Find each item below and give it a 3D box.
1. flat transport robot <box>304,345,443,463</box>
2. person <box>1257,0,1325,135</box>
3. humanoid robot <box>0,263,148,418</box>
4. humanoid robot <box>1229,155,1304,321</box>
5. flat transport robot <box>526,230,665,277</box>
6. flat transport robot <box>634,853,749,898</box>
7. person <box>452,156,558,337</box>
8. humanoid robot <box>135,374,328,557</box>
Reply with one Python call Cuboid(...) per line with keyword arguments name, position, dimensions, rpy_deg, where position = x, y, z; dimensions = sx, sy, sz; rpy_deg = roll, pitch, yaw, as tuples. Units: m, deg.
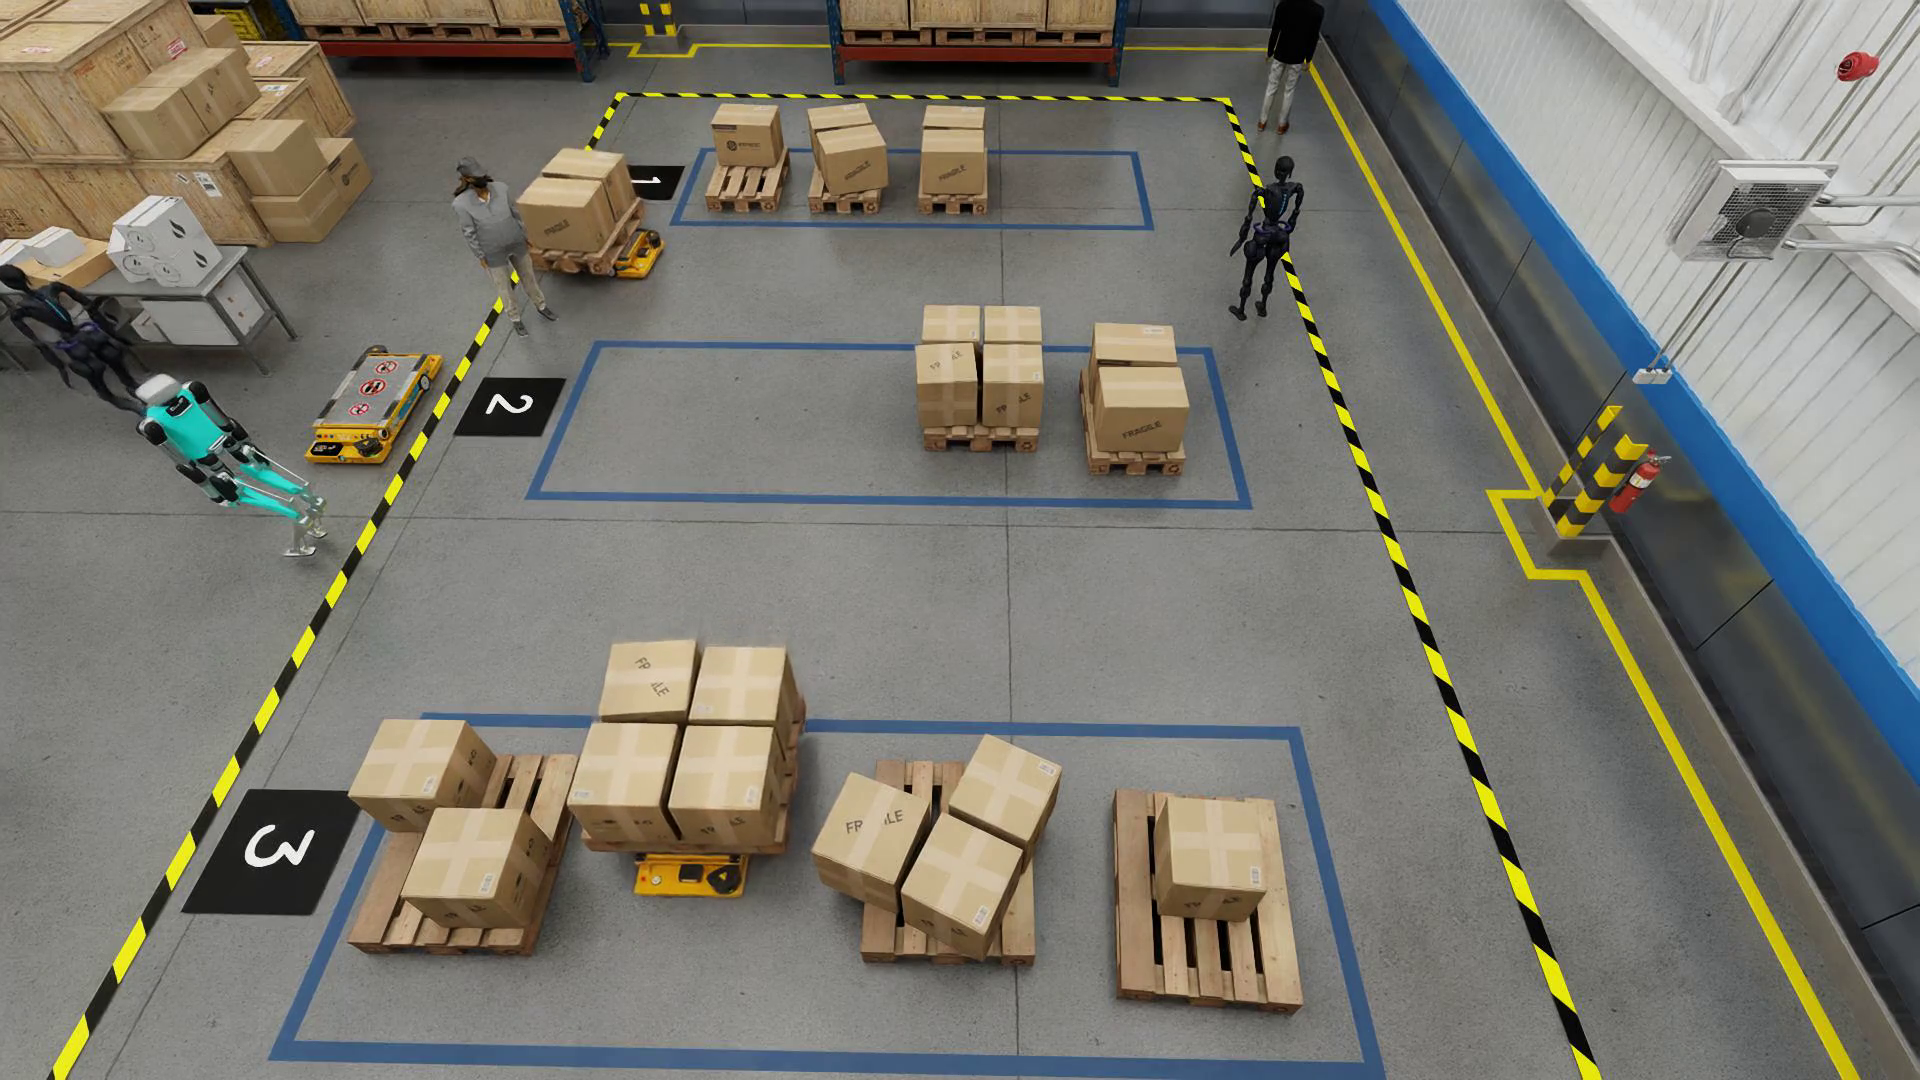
Cuboid(name="flat transport robot", position=(-5.383, -1.269, 8.441), dimensions=(0.659, 0.231, 1.431), rpy_deg=(1, 50, 1))
Cuboid(name="person", position=(4.104, -6.033, 11.415), dimensions=(0.585, 1.885, 0.364), rpy_deg=(19, 52, 15))
Cuboid(name="humanoid robot", position=(-7.378, -1.617, 7.810), dimensions=(0.505, 1.640, 0.616), rpy_deg=(13, 51, 11))
Cuboid(name="humanoid robot", position=(2.965, -2.917, 8.904), dimensions=(0.599, 1.655, 0.315), rpy_deg=(-8, 50, -7))
Cuboid(name="flat transport robot", position=(-4.053, -3.189, 10.047), dimensions=(1.431, 0.197, 0.652), rpy_deg=(5, 50, 4))
Cuboid(name="flat transport robot", position=(-1.650, 1.587, 6.006), dimensions=(0.652, 0.197, 1.431), rpy_deg=(1, 50, 1))
Cuboid(name="person", position=(-4.381, -2.808, 8.758), dimensions=(0.398, 1.769, 0.572), rpy_deg=(34, 58, 25))
Cuboid(name="humanoid robot", position=(-5.178, -0.487, 6.732), dimensions=(0.735, 1.673, 0.533), rpy_deg=(8, 50, 7))
